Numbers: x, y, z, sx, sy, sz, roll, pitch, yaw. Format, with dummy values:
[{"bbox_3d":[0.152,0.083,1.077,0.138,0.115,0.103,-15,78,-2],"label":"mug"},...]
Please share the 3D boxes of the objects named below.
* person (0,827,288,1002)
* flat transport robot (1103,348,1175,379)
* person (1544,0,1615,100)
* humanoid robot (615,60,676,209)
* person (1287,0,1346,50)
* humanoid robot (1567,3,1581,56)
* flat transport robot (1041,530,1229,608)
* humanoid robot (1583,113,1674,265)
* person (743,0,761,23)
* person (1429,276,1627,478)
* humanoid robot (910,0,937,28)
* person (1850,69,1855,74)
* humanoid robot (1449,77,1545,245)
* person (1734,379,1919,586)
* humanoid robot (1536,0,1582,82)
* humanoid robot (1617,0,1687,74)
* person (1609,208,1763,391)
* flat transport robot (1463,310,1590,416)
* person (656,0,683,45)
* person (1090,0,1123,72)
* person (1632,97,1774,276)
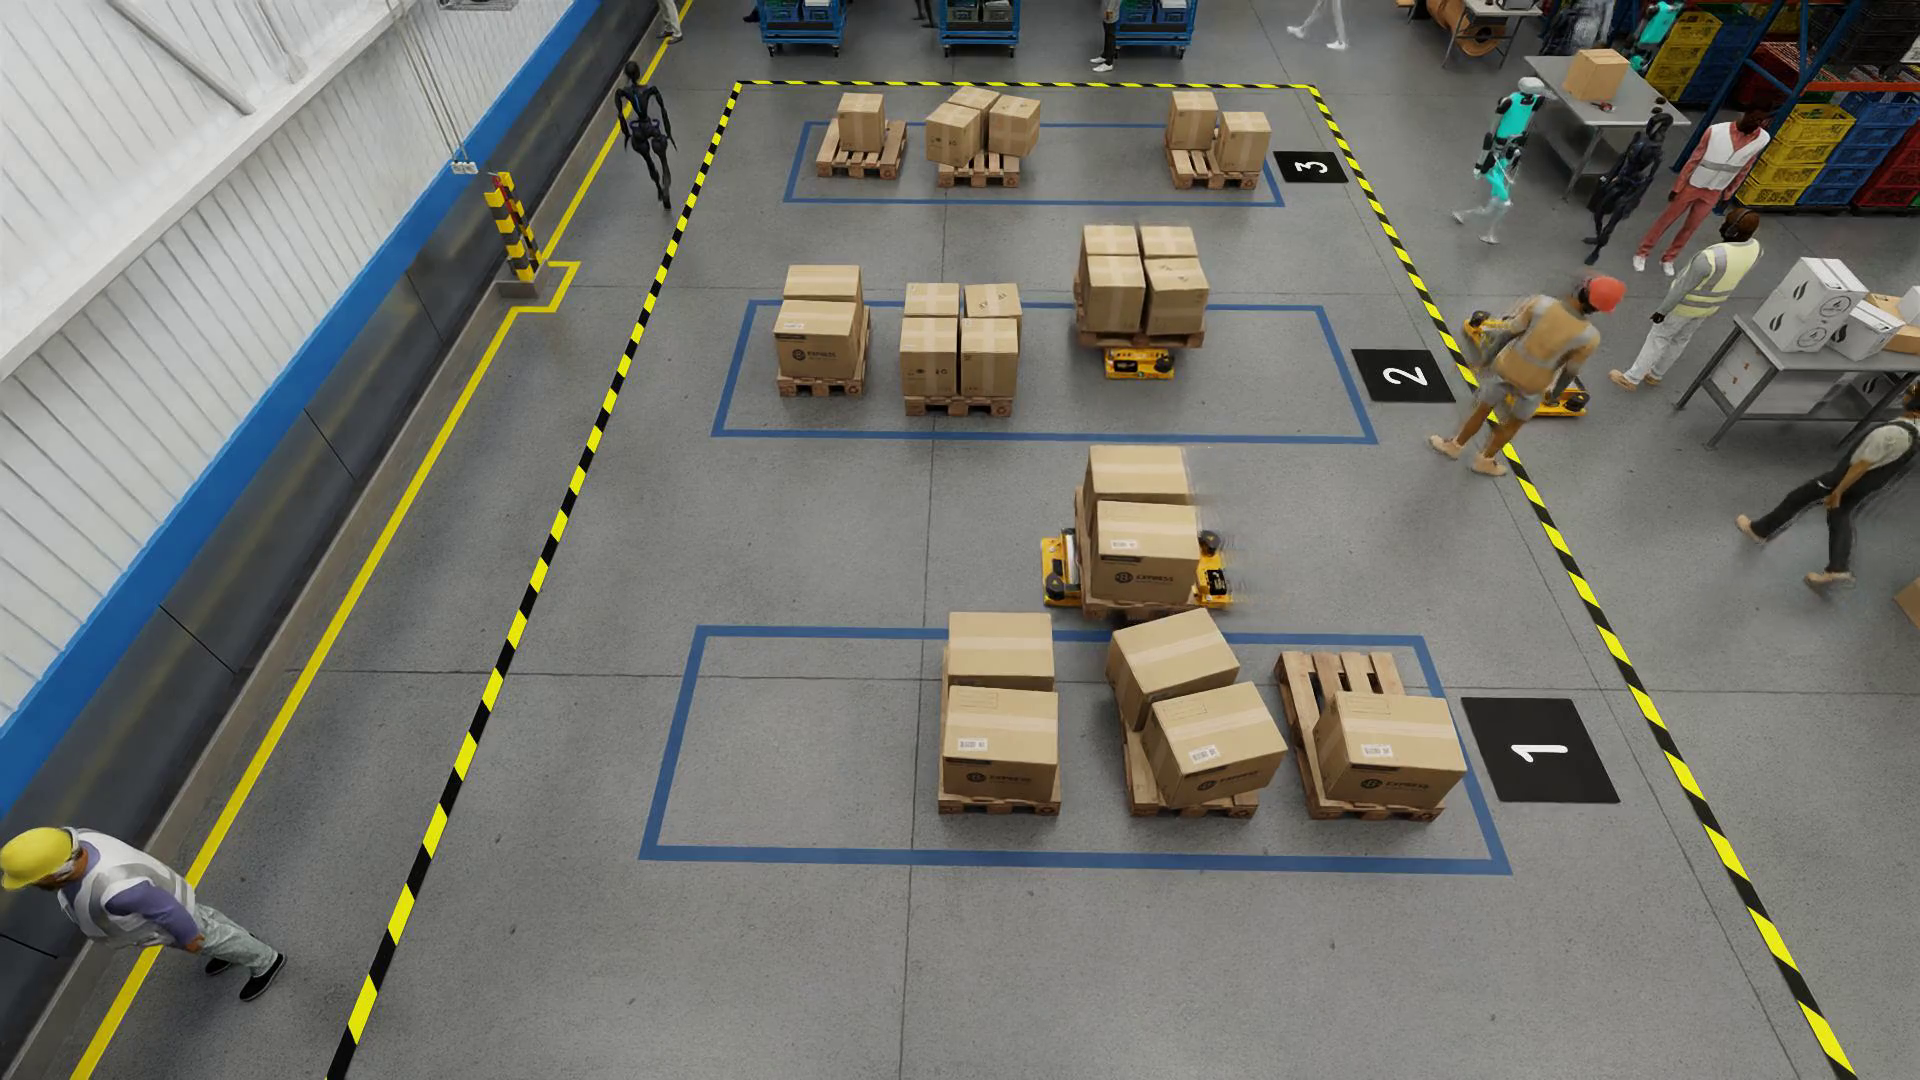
[{"bbox_3d":[-4.233,1.957,4.804,0.599,1.830,0.404,23,53,19],"label":"person"},{"bbox_3d":[1.781,-2.182,9.403,0.652,0.197,1.431,1,49,1],"label":"flat transport robot"},{"bbox_3d":[8.595,-6.964,12.599,0.513,1.711,0.571,-14,51,-12],"label":"person"},{"bbox_3d":[-3.660,-4.690,10.673,0.601,1.640,0.592,-8,50,-7],"label":"humanoid robot"},{"bbox_3d":[5.623,-8.421,13.805,1.003,1.799,0.525,27,54,21],"label":"person"},{"bbox_3d":[9.355,-8.028,13.549,0.306,1.652,0.616,35,58,26],"label":"humanoid robot"},{"bbox_3d":[1.384,0.217,7.327,1.431,0.197,0.652,1,49,1],"label":"flat transport robot"},{"bbox_3d":[7.233,-3.785,9.881,0.463,1.648,0.614,-2,49,-1],"label":"humanoid robot"},{"bbox_3d":[-3.008,-9.133,14.370,1.004,1.890,0.553,-5,49,-5],"label":"person"},{"bbox_3d":[4.633,-1.384,7.604,0.394,1.995,0.788,-33,57,-25],"label":"person"},{"bbox_3d":[-0.624,-8.941,14.344,0.557,1.648,0.599,6,49,5],"label":"humanoid robot"},{"bbox_3d":[12.834,-7.568,12.955,0.908,1.976,0.663,25,54,20],"label":"person"},{"bbox_3d":[6.074,-4.083,10.135,0.544,1.766,1.058,-12,50,-10],"label":"humanoid robot"},{"bbox_3d":[6.767,-0.426,6.882,0.517,1.814,0.849,-8,50,-7],"label":"person"},{"bbox_3d":[7.797,-6.424,12.165,0.466,1.647,0.591,6,49,6],"label":"humanoid robot"},{"bbox_3d":[8.765,-6.376,12.109,0.543,1.843,0.737,-9,50,-8],"label":"humanoid robot"},{"bbox_3d":[6.641,-2.149,8.362,0.629,1.835,0.429,-12,50,-10],"label":"person"},{"bbox_3d":[5.573,-1.757,9.054,0.659,0.231,1.431,1,49,1],"label":"flat transport robot"},{"bbox_3d":[-4.563,-8.571,13.908,0.393,1.846,0.562,-31,56,-24],"label":"person"},{"bbox_3d":[2.155,-7.769,13.211,0.370,1.852,0.588,0,49,0],"label":"person"},{"bbox_3d":[7.853,-3.721,9.672,0.592,1.910,0.390,12,50,11],"label":"person"}]
